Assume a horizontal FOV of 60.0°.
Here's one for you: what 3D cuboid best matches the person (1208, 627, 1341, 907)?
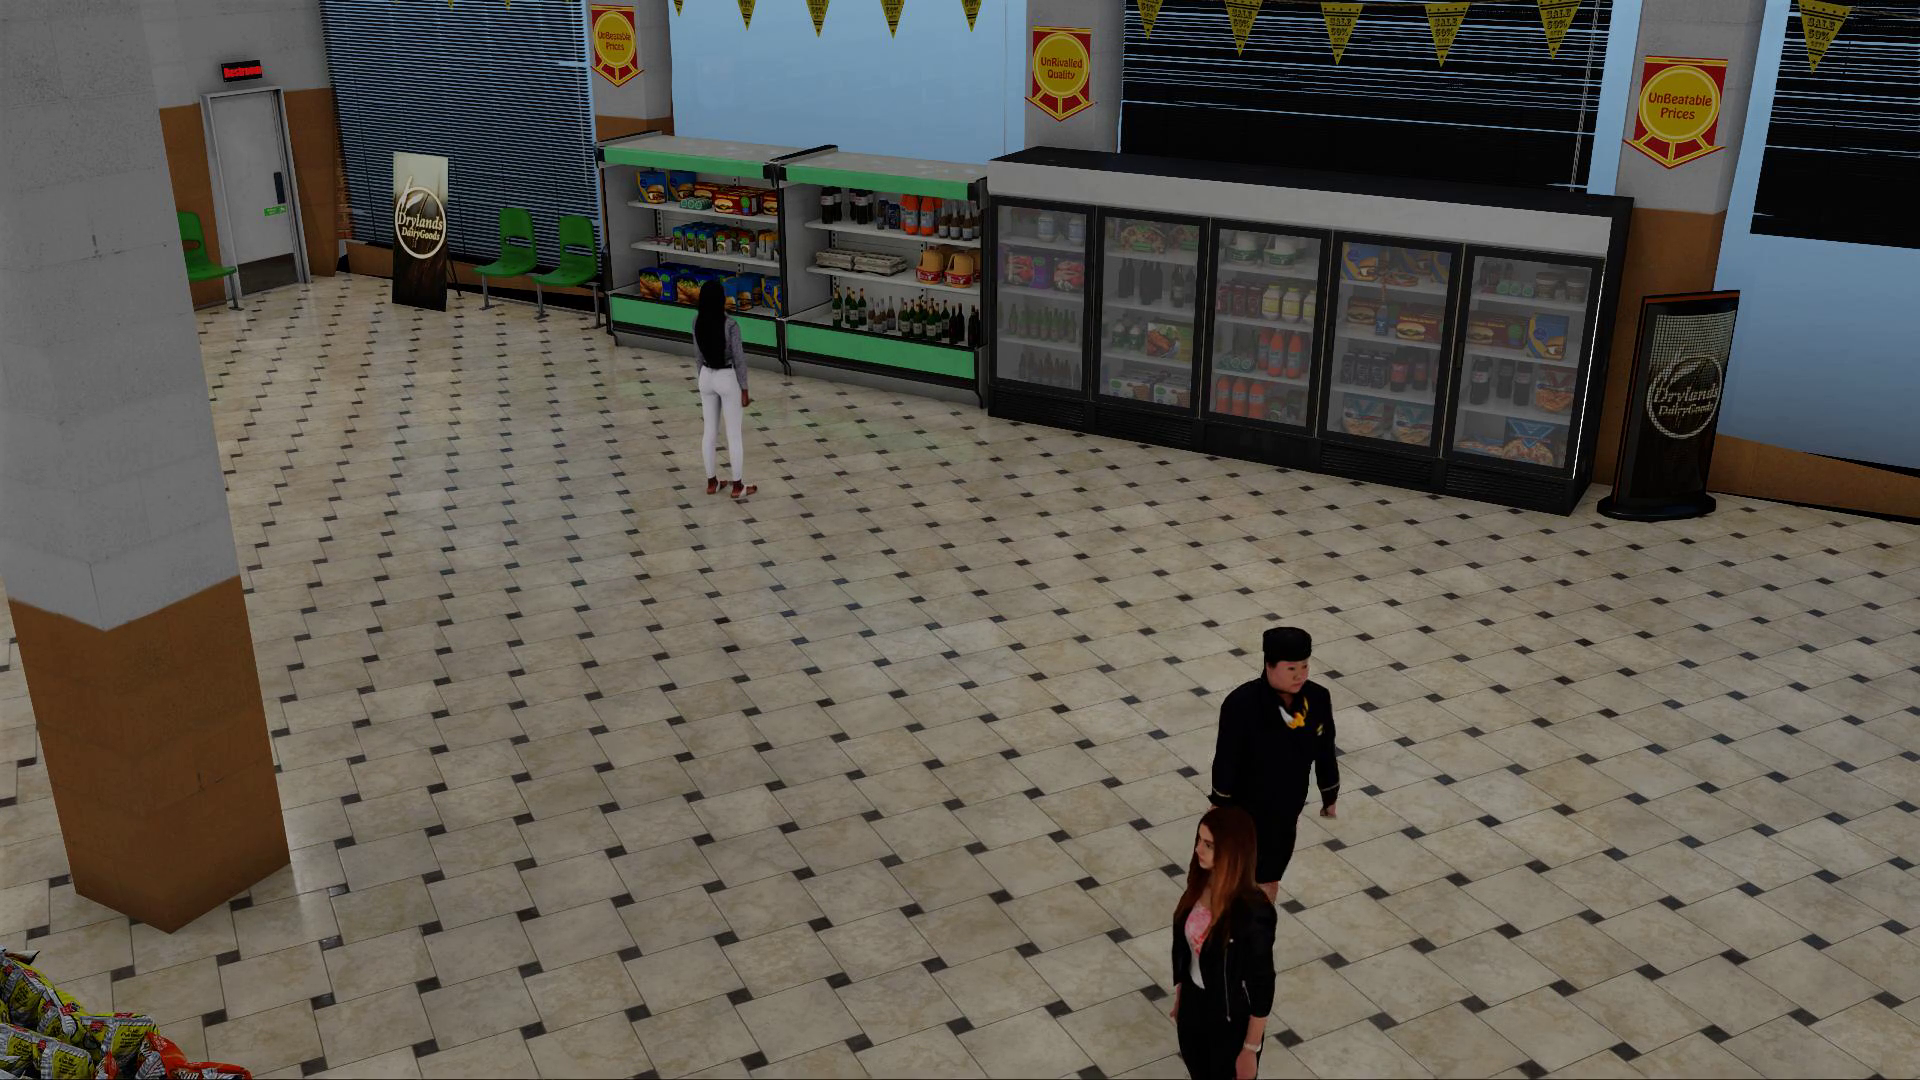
[{"bbox_3d":[1.319,1.120,7.296,0.868,1.662,0.912,-8,23,-20],"label":"person"}]

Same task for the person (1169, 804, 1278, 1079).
[{"bbox_3d":[0.935,1.675,5.851,0.754,1.709,0.658,-10,24,-23],"label":"person"}]

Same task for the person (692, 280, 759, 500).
[{"bbox_3d":[-1.858,-1.179,12.932,0.473,1.725,0.655,10,24,24],"label":"person"}]
